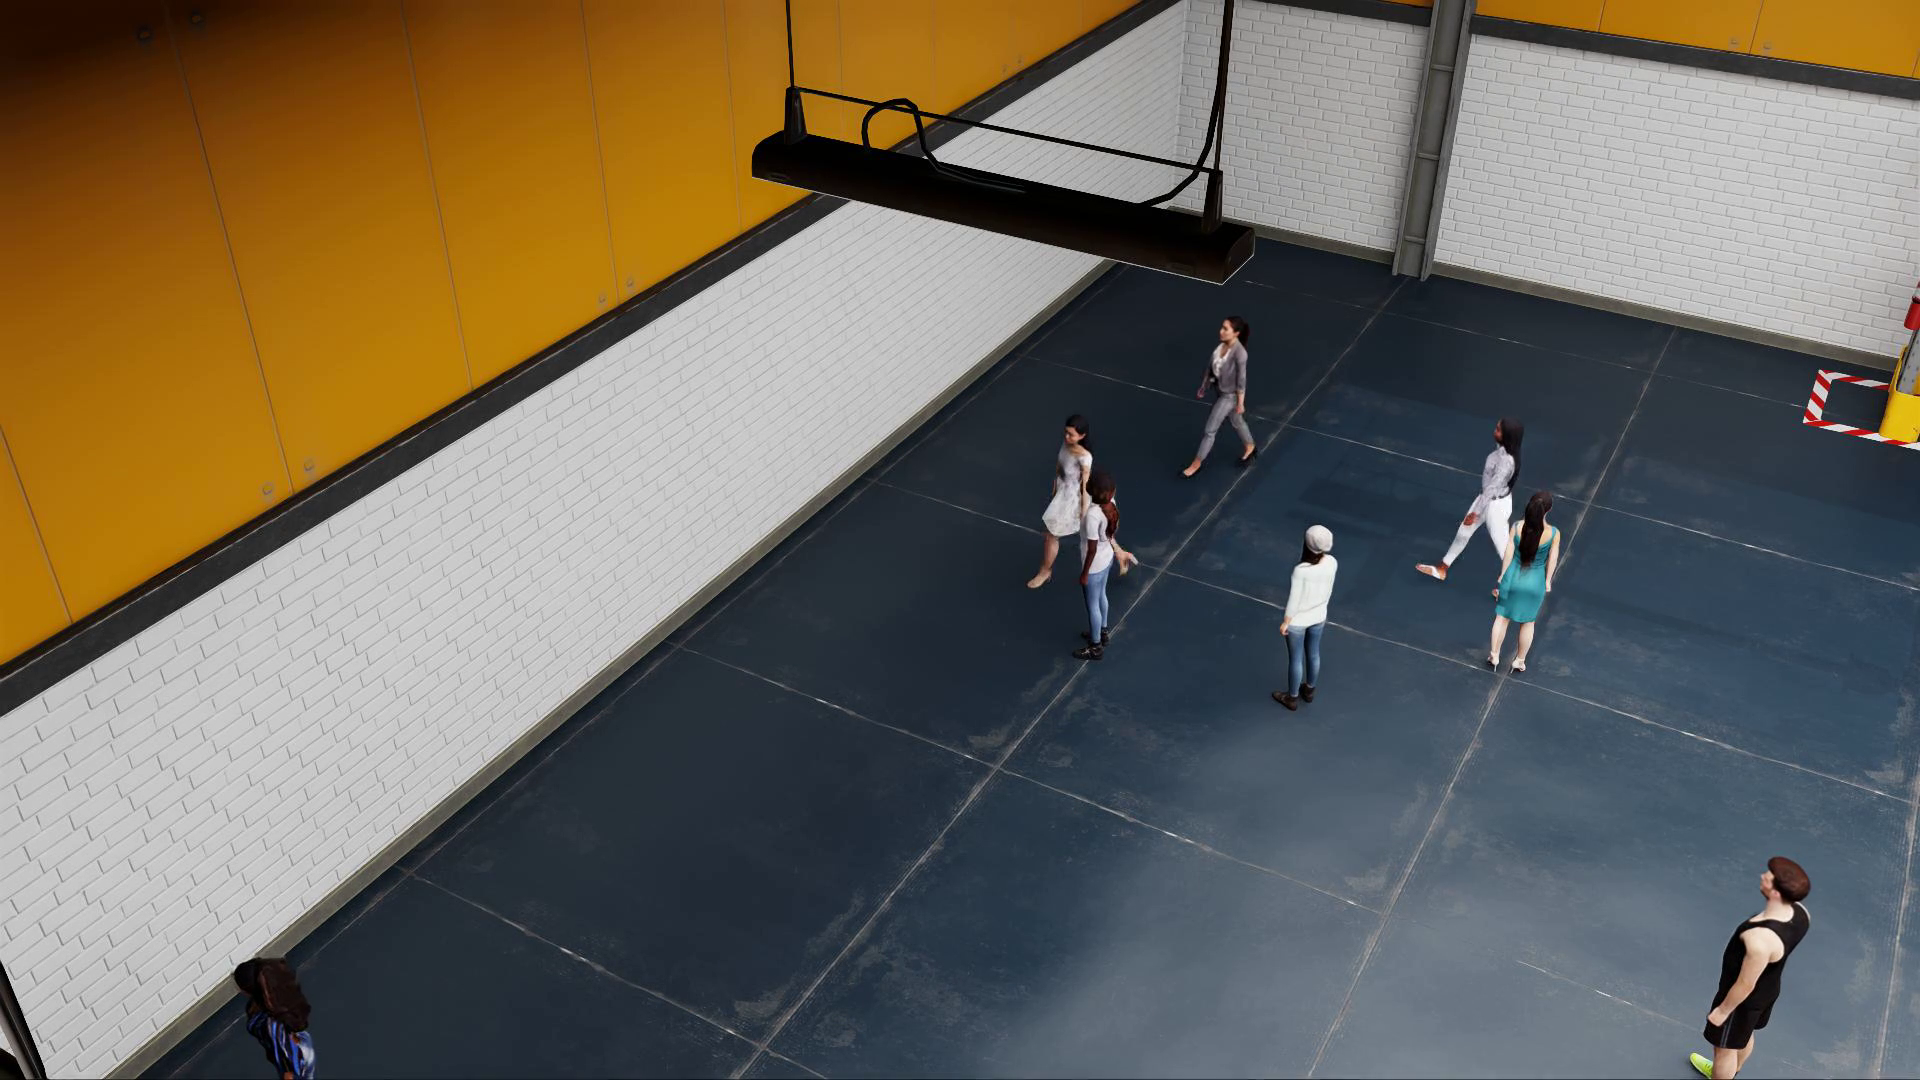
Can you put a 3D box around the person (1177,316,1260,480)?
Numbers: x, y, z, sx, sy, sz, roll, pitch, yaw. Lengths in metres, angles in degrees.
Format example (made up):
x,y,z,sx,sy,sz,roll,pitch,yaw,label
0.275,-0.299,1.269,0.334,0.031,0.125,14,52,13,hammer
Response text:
x,y,z,sx,sy,sz,roll,pitch,yaw,label
2.567,-1.345,15.570,1.149,1.629,1.089,-9,35,-13,person

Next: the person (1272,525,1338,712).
x,y,z,sx,sy,sz,roll,pitch,yaw,label
2.641,0.574,12.670,0.647,1.644,0.658,-17,37,-24,person

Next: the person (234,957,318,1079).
x,y,z,sx,sy,sz,roll,pitch,yaw,label
-3.710,2.876,9.230,0.752,1.618,0.670,-13,36,-18,person

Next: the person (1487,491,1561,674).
x,y,z,sx,sy,sz,roll,pitch,yaw,label
4.404,0.332,12.996,0.463,1.687,0.634,13,36,18,person

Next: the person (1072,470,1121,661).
x,y,z,sx,sy,sz,roll,pitch,yaw,label
1.082,0.187,13.184,0.562,1.719,0.616,13,36,18,person

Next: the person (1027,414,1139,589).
x,y,z,sx,sy,sz,roll,pitch,yaw,label
1.038,-0.304,13.916,1.192,1.726,1.104,-6,34,-9,person

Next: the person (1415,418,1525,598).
x,y,z,sx,sy,sz,roll,pitch,yaw,label
4.525,-0.219,13.833,1.211,1.677,0.787,9,35,14,person

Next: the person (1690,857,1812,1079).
x,y,z,sx,sy,sz,roll,pitch,yaw,label
4.490,2.549,9.474,0.750,1.892,0.693,-27,42,-34,person
